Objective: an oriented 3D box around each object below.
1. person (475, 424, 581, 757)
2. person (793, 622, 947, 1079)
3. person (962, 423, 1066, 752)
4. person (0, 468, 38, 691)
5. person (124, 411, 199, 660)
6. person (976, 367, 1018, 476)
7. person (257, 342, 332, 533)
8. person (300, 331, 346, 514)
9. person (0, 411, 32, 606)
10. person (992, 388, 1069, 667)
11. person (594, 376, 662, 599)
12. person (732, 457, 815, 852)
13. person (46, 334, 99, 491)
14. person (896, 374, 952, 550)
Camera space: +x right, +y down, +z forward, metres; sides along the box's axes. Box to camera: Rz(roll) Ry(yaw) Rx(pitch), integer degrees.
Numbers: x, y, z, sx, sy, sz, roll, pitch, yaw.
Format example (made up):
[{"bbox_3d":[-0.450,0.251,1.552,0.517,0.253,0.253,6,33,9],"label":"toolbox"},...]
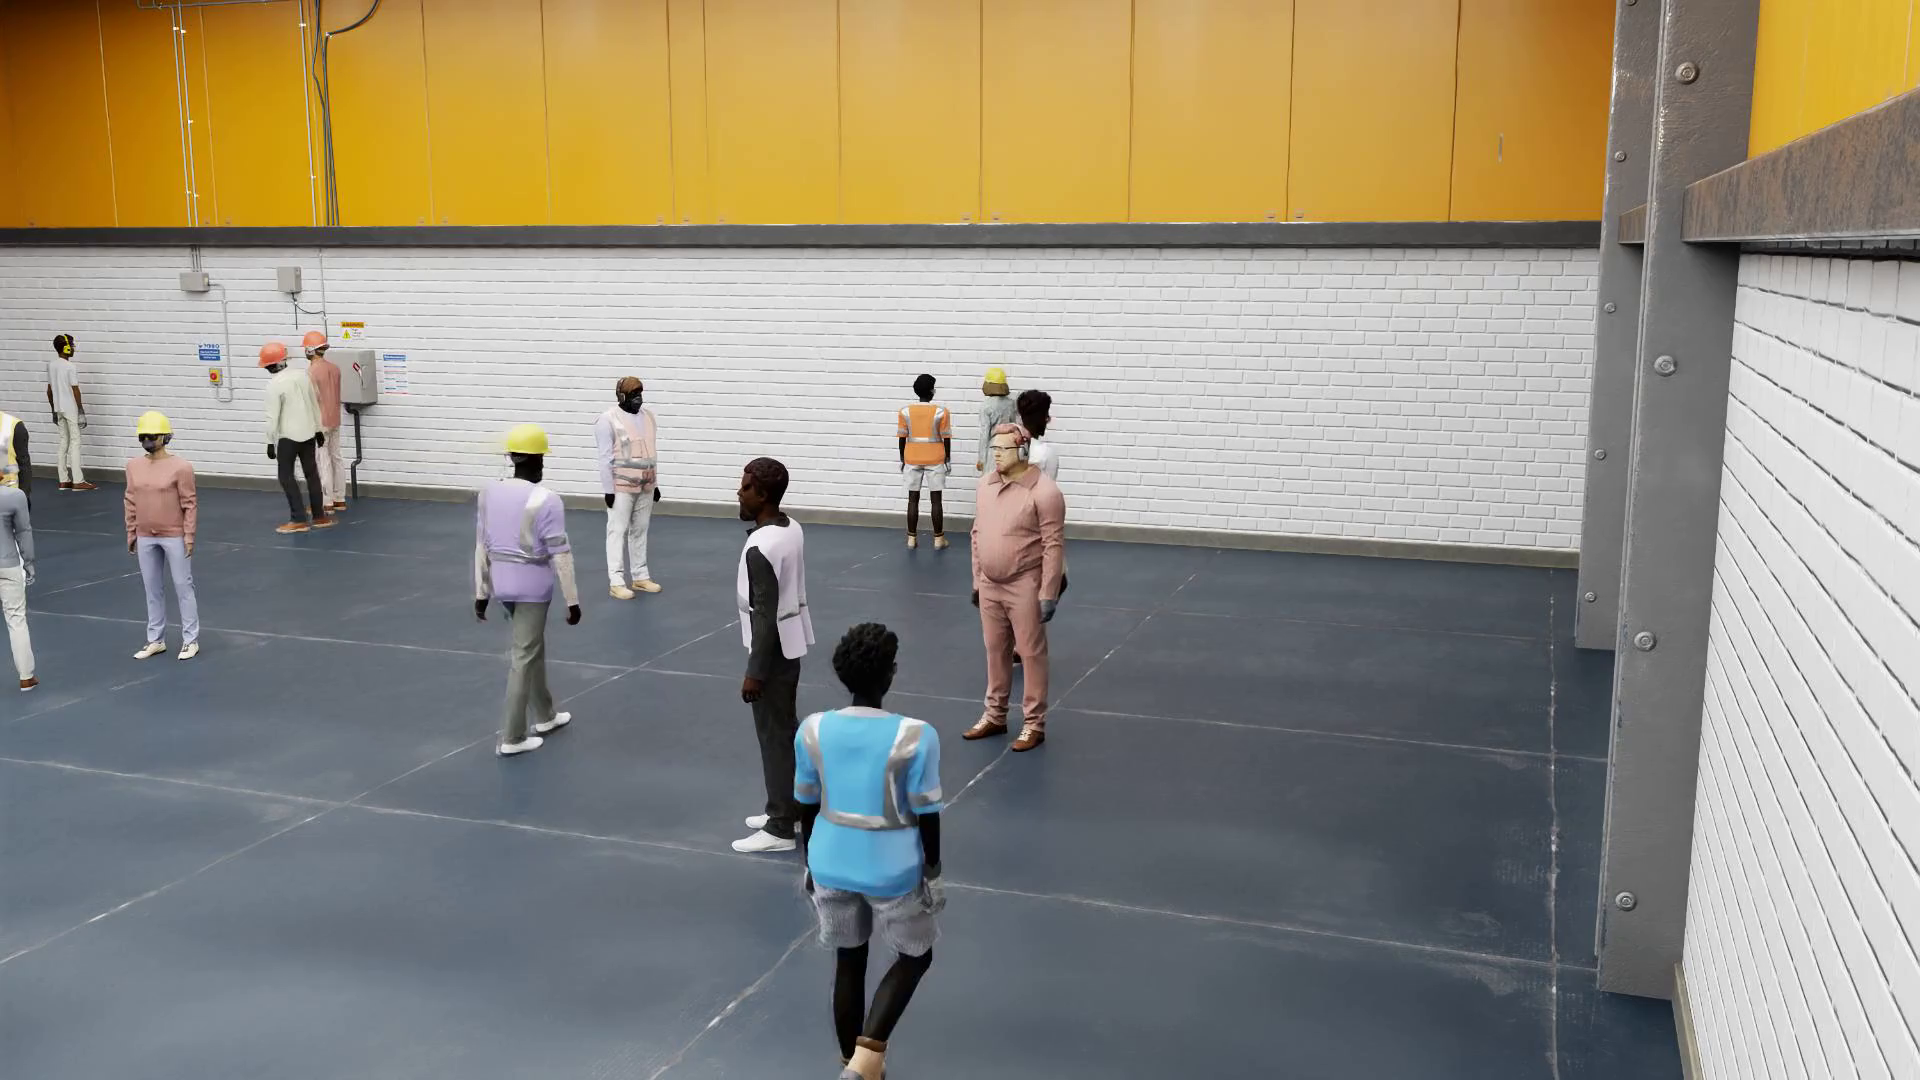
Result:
[{"bbox_3d":[-2.444,0.268,9.686,0.623,1.897,0.812,6,12,30],"label":"person"},{"bbox_3d":[-0.318,1.111,5.551,0.545,1.683,0.439,4,11,22],"label":"person"},{"bbox_3d":[0.297,0.270,9.678,0.643,1.910,0.400,10,14,43],"label":"person"},{"bbox_3d":[-6.313,0.200,10.840,0.508,1.631,0.264,-7,12,-33],"label":"person"},{"bbox_3d":[-5.641,-0.030,11.752,0.524,1.772,0.301,1,10,6],"label":"person"},{"bbox_3d":[0.352,-0.825,16.298,0.487,1.746,0.287,-10,14,-43],"label":"person"},{"bbox_3d":[-6.807,-1.060,17.087,0.389,1.950,0.759,4,11,22],"label":"person"},{"bbox_3d":[-6.963,-1.277,18.138,0.378,1.996,0.611,2,10,11],"label":"person"},{"bbox_3d":[-7.803,-0.350,13.361,0.626,1.839,0.430,-3,10,-15],"label":"person"},{"bbox_3d":[0.483,-0.068,11.460,0.611,1.954,0.419,10,14,44],"label":"person"},{"bbox_3d":[-2.737,-0.446,13.891,0.430,1.845,0.624,7,12,35],"label":"person"},{"bbox_3d":[-0.909,0.550,8.058,0.392,1.922,0.593,1,10,6],"label":"person"},{"bbox_3d":[-10.641,-1.521,19.866,0.538,1.869,0.313,5,11,25],"label":"person"},{"bbox_3d":[-0.335,-0.752,16.010,0.540,1.699,0.317,2,10,10],"label":"person"}]
